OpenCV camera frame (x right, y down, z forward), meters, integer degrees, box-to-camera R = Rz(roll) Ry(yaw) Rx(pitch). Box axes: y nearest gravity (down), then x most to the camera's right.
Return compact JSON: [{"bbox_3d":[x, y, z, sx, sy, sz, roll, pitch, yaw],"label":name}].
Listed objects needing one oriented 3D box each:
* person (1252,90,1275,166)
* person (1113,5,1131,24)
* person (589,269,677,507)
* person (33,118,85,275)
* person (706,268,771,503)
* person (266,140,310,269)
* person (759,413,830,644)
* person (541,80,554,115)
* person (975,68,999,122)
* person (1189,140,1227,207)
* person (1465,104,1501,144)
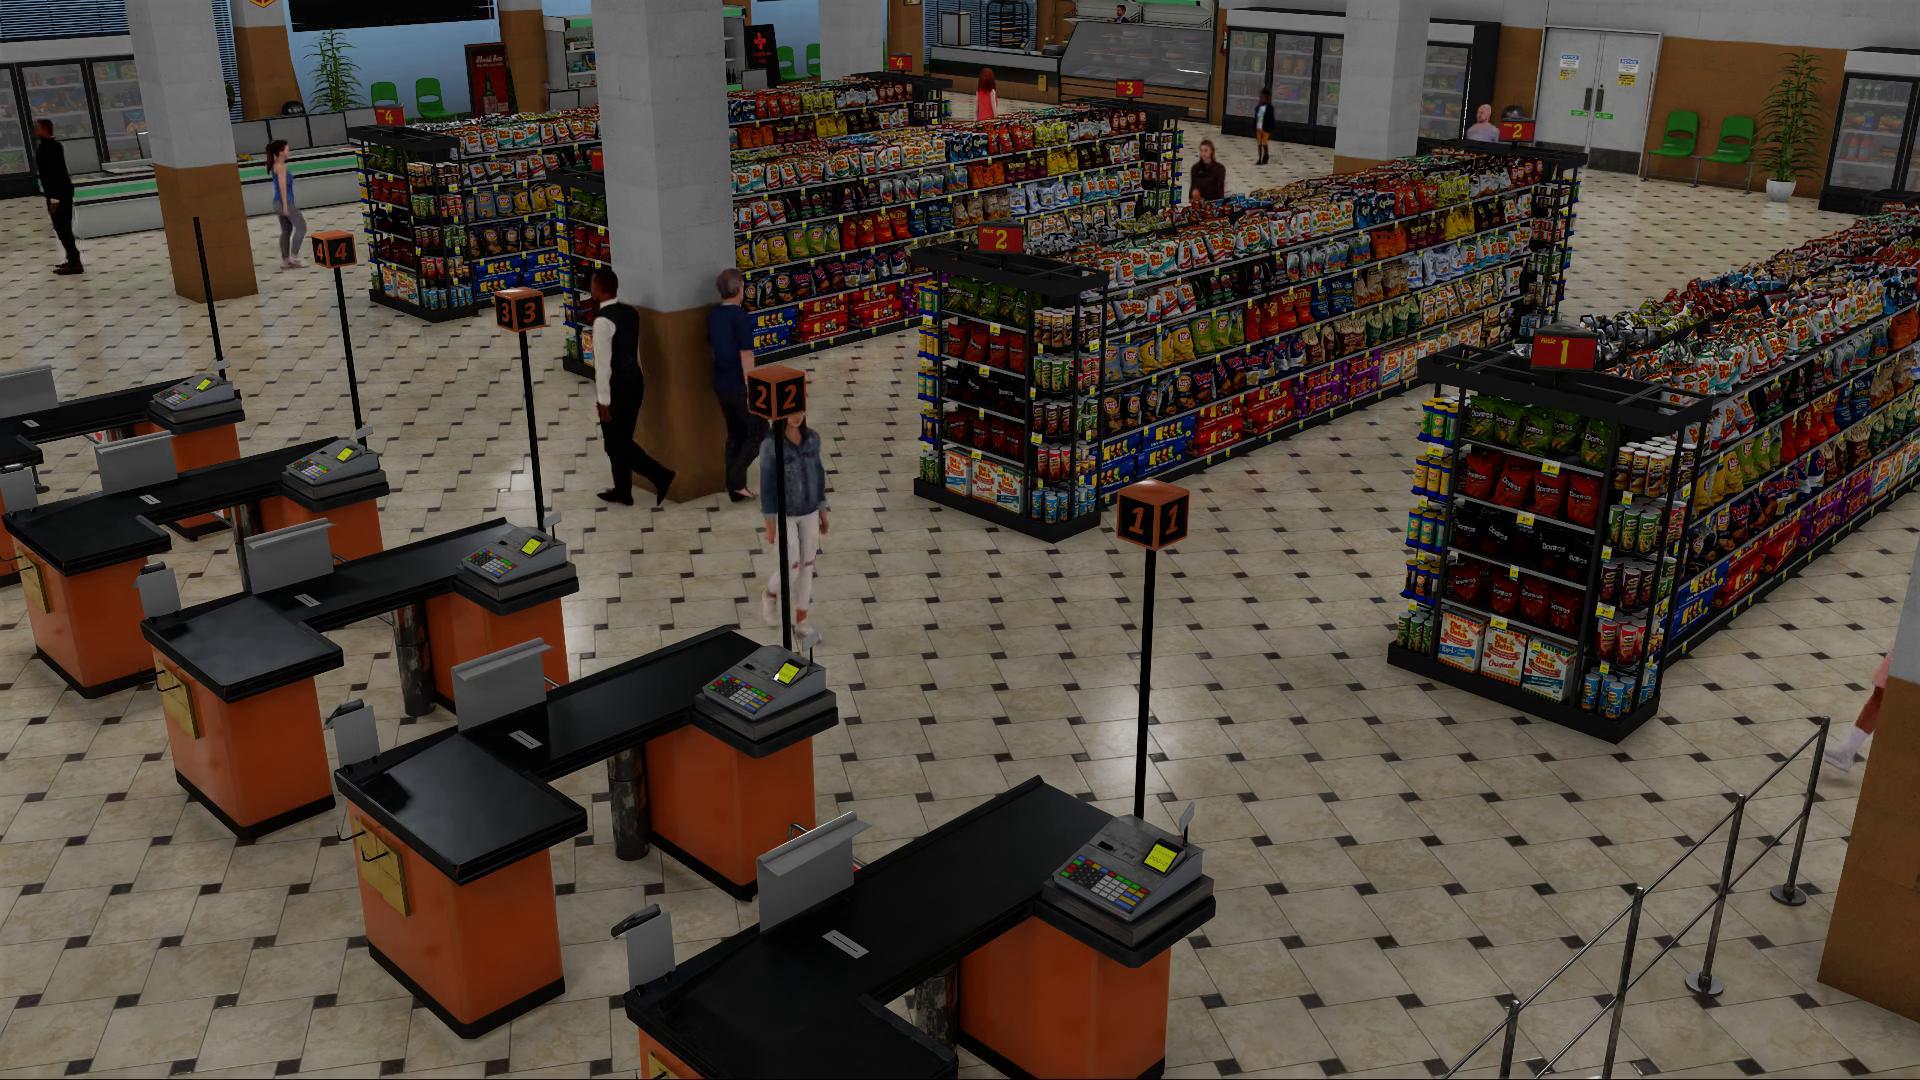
[{"bbox_3d":[5.222,-7.048,28.433,0.540,1.262,0.549,17,28,37],"label":"person"},{"bbox_3d":[3.712,-11.422,38.508,0.629,1.867,0.562,20,29,41],"label":"person"},{"bbox_3d":[-2.556,-1.135,12.859,1.009,1.903,1.074,8,23,19],"label":"person"},{"bbox_3d":[-11.207,-4.247,20.681,0.779,1.847,0.821,-8,23,-19],"label":"person"},{"bbox_3d":[-1.825,-1.157,12.999,0.658,1.839,0.713,-17,28,-37],"label":"person"},{"bbox_3d":[-8.560,-4.200,20.900,0.640,1.595,0.639,-13,25,-29],"label":"person"},{"bbox_3d":[-1.109,-0.169,10.739,0.729,1.691,0.721,-16,27,-34],"label":"person"},{"bbox_3d":[-7.356,-7.694,30.085,0.719,1.229,0.490,19,28,39],"label":"person"},{"bbox_3d":[0.424,-6.588,26.531,0.491,1.828,0.598,-20,29,-40],"label":"person"},{"bbox_3d":[3.056,-4.047,20.401,0.832,1.684,1.055,10,24,23],"label":"person"},{"bbox_3d":[7.068,-4.964,22.493,0.698,1.824,0.724,-14,26,-32],"label":"person"}]
